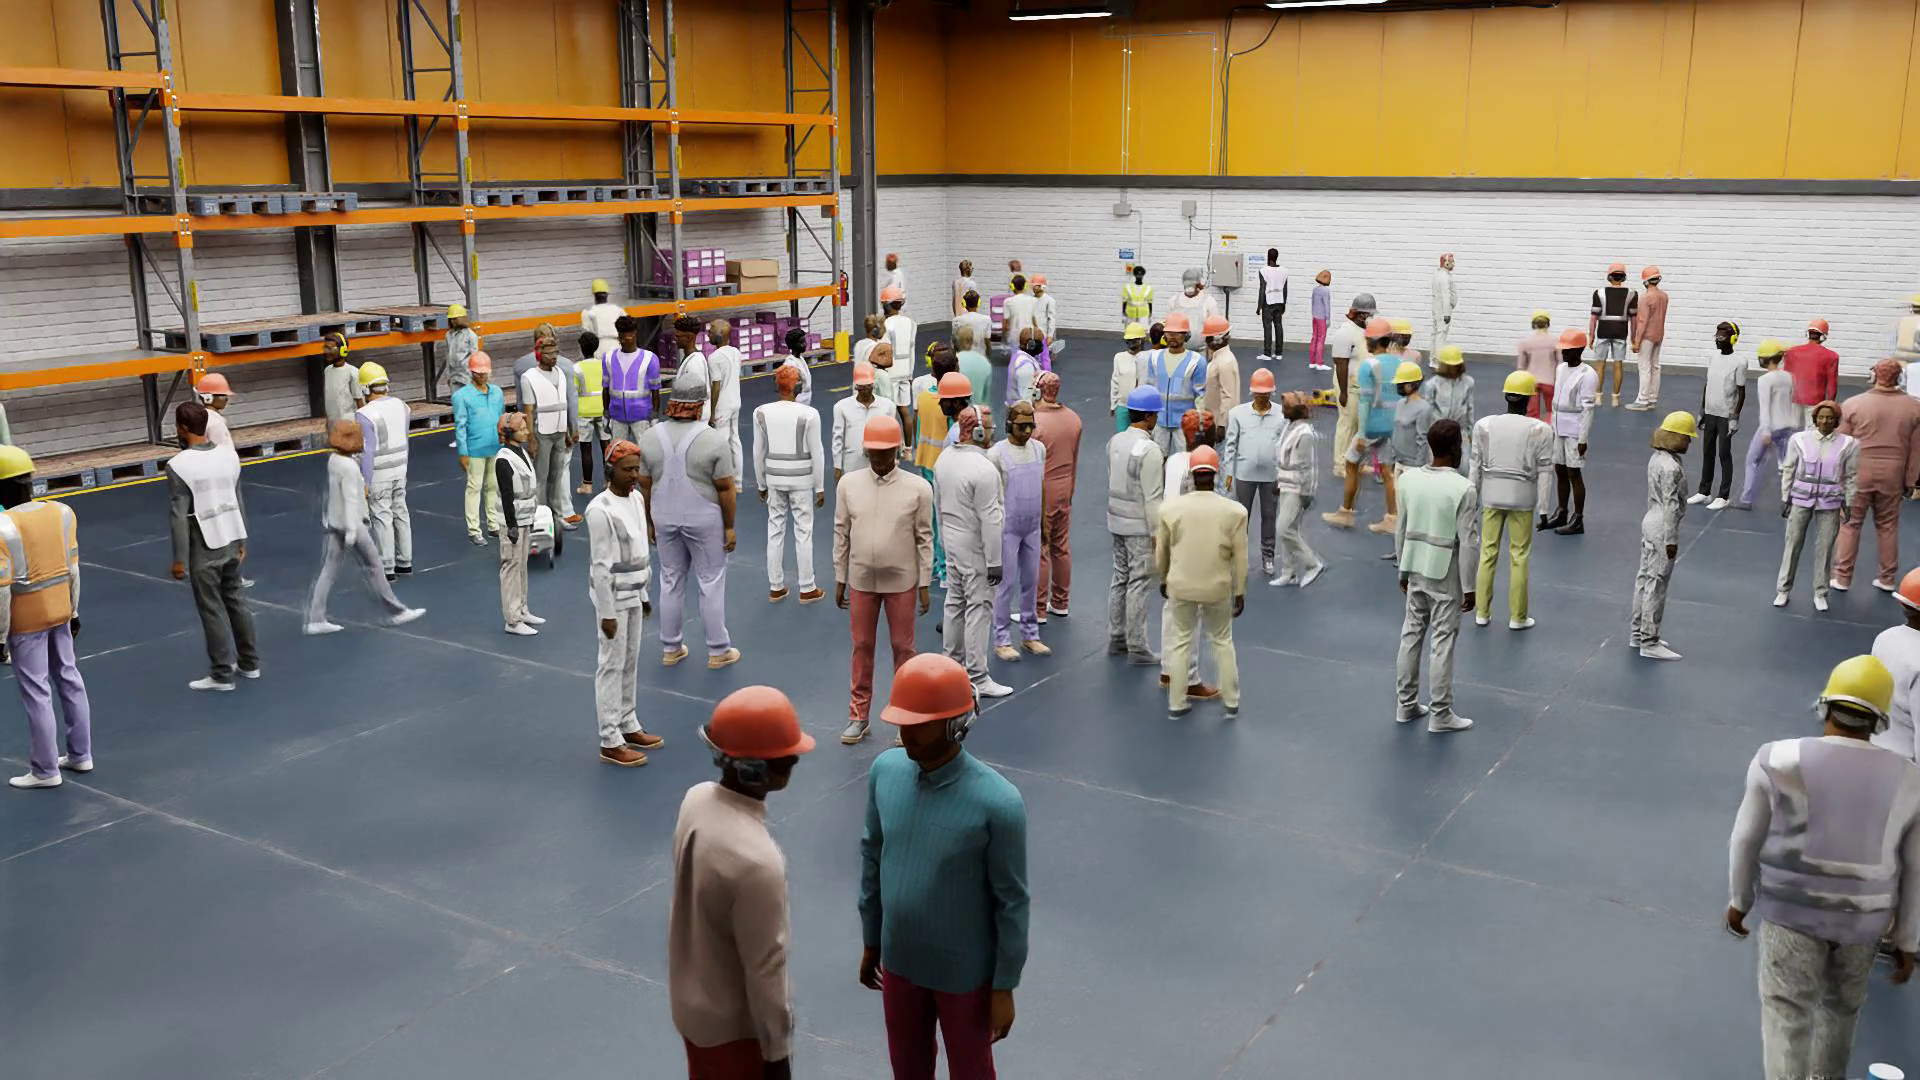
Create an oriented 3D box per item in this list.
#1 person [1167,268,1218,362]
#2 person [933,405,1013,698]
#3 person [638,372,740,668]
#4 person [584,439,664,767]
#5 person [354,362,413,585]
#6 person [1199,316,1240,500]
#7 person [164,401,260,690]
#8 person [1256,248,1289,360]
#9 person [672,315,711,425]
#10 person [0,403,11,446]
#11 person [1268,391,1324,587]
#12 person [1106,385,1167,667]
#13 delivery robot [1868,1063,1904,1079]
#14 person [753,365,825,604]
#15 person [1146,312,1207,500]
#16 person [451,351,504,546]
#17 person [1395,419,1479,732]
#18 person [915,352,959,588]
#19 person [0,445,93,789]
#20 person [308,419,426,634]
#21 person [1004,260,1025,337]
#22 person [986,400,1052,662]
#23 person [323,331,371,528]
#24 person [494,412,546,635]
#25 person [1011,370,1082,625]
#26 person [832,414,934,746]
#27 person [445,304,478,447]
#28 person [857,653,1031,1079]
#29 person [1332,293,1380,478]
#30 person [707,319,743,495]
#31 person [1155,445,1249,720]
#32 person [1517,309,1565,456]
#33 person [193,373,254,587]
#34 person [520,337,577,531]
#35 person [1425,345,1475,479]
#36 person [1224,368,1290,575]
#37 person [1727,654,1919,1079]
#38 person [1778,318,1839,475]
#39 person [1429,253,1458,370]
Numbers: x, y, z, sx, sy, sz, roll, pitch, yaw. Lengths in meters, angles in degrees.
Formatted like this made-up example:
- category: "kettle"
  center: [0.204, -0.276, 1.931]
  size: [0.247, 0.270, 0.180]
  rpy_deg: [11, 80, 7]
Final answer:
- category: "person"
  center: [3.015, -2.578, 21.990]
  size: [0.686, 2.000, 0.535]
  rpy_deg: [6, 14, 23]
- category: "person"
  center: [0.099, 0.068, 10.804]
  size: [0.407, 1.906, 0.655]
  rpy_deg: [-8, 15, -30]
- category: "person"
  center: [-1.828, -0.142, 11.421]
  size: [0.688, 2.000, 0.536]
  rpy_deg: [4, 13, 15]
- category: "person"
  center: [-1.948, 0.352, 9.627]
  size: [0.362, 1.883, 0.575]
  rpy_deg: [3, 13, 12]
- category: "person"
  center: [-4.744, -0.545, 13.643]
  size: [0.403, 1.826, 0.591]
  rpy_deg: [4, 14, 16]
- category: "person"
  center: [2.467, -1.151, 15.925]
  size: [0.400, 1.984, 0.610]
  rpy_deg: [1, 13, 4]
- category: "person"
  center: [-4.927, 0.036, 10.973]
  size: [0.409, 1.904, 0.604]
  rpy_deg: [3, 13, 13]
- category: "person"
  center: [5.398, -4.069, 28.725]
  size: [0.591, 1.918, 0.383]
  rpy_deg: [-6, 14, -25]
- category: "person"
  center: [-2.605, -1.193, 16.143]
  size: [0.367, 1.966, 0.607]
  rpy_deg: [-3, 13, -13]
- category: "person"
  center: [-8.551, -0.649, 14.508]
  size: [0.524, 1.636, 0.306]
  rpy_deg: [-10, 16, -36]
- category: "person"
  center: [2.689, -0.397, 13.445]
  size: [0.378, 1.626, 0.525]
  rpy_deg: [-1, 13, -4]
- category: "person"
  center: [1.225, -0.100, 11.476]
  size: [0.414, 1.939, 0.610]
  rpy_deg: [-5, 14, -21]
- category: "delivery robot"
  center: [2.986, 1.946, 5.415]
  size: [0.707, 0.478, 0.477]
  rpy_deg: [1, 13, 4]
- category: "person"
  center: [-1.325, -0.432, 13.021]
  size: [0.581, 1.886, 0.351]
  rpy_deg: [4, 14, 16]
- category: "person"
  center: [2.005, -1.120, 15.650]
  size: [0.608, 2.048, 0.364]
  rpy_deg: [7, 15, 29]
- category: "person"
  center: [-4.309, -0.834, 15.058]
  size: [0.325, 1.748, 0.573]
  rpy_deg: [8, 15, 31]
- category: "person"
  center: [2.893, 0.215, 10.137]
  size: [0.392, 1.922, 0.589]
  rpy_deg: [-9, 16, -33]
- category: "person"
  center: [-0.149, -0.571, 13.549]
  size: [0.398, 1.920, 0.589]
  rpy_deg: [-9, 16, -33]
- category: "person"
  center: [-5.127, 0.427, 9.208]
  size: [0.368, 1.926, 0.587]
  rpy_deg: [4, 14, 17]
- category: "person"
  center: [-4.467, -0.107, 12.268]
  size: [0.844, 1.585, 0.503]
  rpy_deg: [-11, 17, -39]
- category: "person"
  center: [1.017, -4.353, 30.609]
  size: [0.690, 1.611, 0.537]
  rpy_deg: [10, 16, 37]
- category: "person"
  center: [0.403, -0.065, 11.553]
  size: [0.518, 1.835, 0.357]
  rpy_deg: [-10, 16, -36]
- category: "person"
  center: [-5.779, -1.014, 15.570]
  size: [0.520, 1.876, 0.326]
  rpy_deg: [8, 15, 31]
- category: "person"
  center: [-3.260, -0.128, 12.237]
  size: [0.310, 1.642, 0.514]
  rpy_deg: [0, 13, -2]
- category: "person"
  center: [0.620, -0.319, 12.487]
  size: [0.408, 1.908, 0.641]
  rpy_deg: [11, 17, 40]
- category: "person"
  center: [-0.460, 0.238, 9.872]
  size: [0.608, 1.996, 0.376]
  rpy_deg: [2, 13, 9]
- category: "person"
  center: [-5.991, -1.962, 19.986]
  size: [0.484, 1.738, 0.318]
  rpy_deg: [7, 15, 28]
- category: "person"
  center: [-0.075, 1.311, 5.220]
  size: [0.622, 1.994, 0.381]
  rpy_deg: [9, 16, 36]
- category: "person"
  center: [4.363, -1.694, 18.155]
  size: [0.535, 2.000, 0.685]
  rpy_deg: [12, 17, 41]
- category: "person"
  center: [-2.425, -1.336, 17.034]
  size: [0.345, 1.845, 0.507]
  rpy_deg: [6, 14, 23]
- category: "person"
  center: [1.493, 0.271, 10.297]
  size: [0.574, 1.736, 0.410]
  rpy_deg: [2, 13, 7]
- category: "person"
  center: [6.747, -1.804, 19.295]
  size: [0.583, 1.726, 0.428]
  rpy_deg: [7, 15, 26]
- category: "person"
  center: [-6.032, -0.485, 13.545]
  size: [0.340, 1.748, 0.563]
  rpy_deg: [-10, 16, -37]
- category: "person"
  center: [-3.826, -0.959, 15.400]
  size: [0.373, 1.840, 0.571]
  rpy_deg: [6, 14, 24]
- category: "person"
  center: [4.668, -1.007, 15.860]
  size: [0.501, 1.721, 0.372]
  rpy_deg: [-1, 13, -5]
- category: "person"
  center: [2.496, -0.566, 13.896]
  size: [0.573, 1.746, 0.345]
  rpy_deg: [2, 13, 8]
- category: "person"
  center: [2.987, 1.302, 5.731]
  size: [0.611, 1.796, 0.659]
  rpy_deg: [4, 13, 15]
- category: "person"
  center: [9.290, -1.554, 18.214]
  size: [0.574, 1.738, 0.354]
  rpy_deg: [11, 17, 39]
- category: "person"
  center: [7.972, -3.757, 27.394]
  size: [0.407, 1.910, 0.638]
  rpy_deg: [0, 13, 1]
